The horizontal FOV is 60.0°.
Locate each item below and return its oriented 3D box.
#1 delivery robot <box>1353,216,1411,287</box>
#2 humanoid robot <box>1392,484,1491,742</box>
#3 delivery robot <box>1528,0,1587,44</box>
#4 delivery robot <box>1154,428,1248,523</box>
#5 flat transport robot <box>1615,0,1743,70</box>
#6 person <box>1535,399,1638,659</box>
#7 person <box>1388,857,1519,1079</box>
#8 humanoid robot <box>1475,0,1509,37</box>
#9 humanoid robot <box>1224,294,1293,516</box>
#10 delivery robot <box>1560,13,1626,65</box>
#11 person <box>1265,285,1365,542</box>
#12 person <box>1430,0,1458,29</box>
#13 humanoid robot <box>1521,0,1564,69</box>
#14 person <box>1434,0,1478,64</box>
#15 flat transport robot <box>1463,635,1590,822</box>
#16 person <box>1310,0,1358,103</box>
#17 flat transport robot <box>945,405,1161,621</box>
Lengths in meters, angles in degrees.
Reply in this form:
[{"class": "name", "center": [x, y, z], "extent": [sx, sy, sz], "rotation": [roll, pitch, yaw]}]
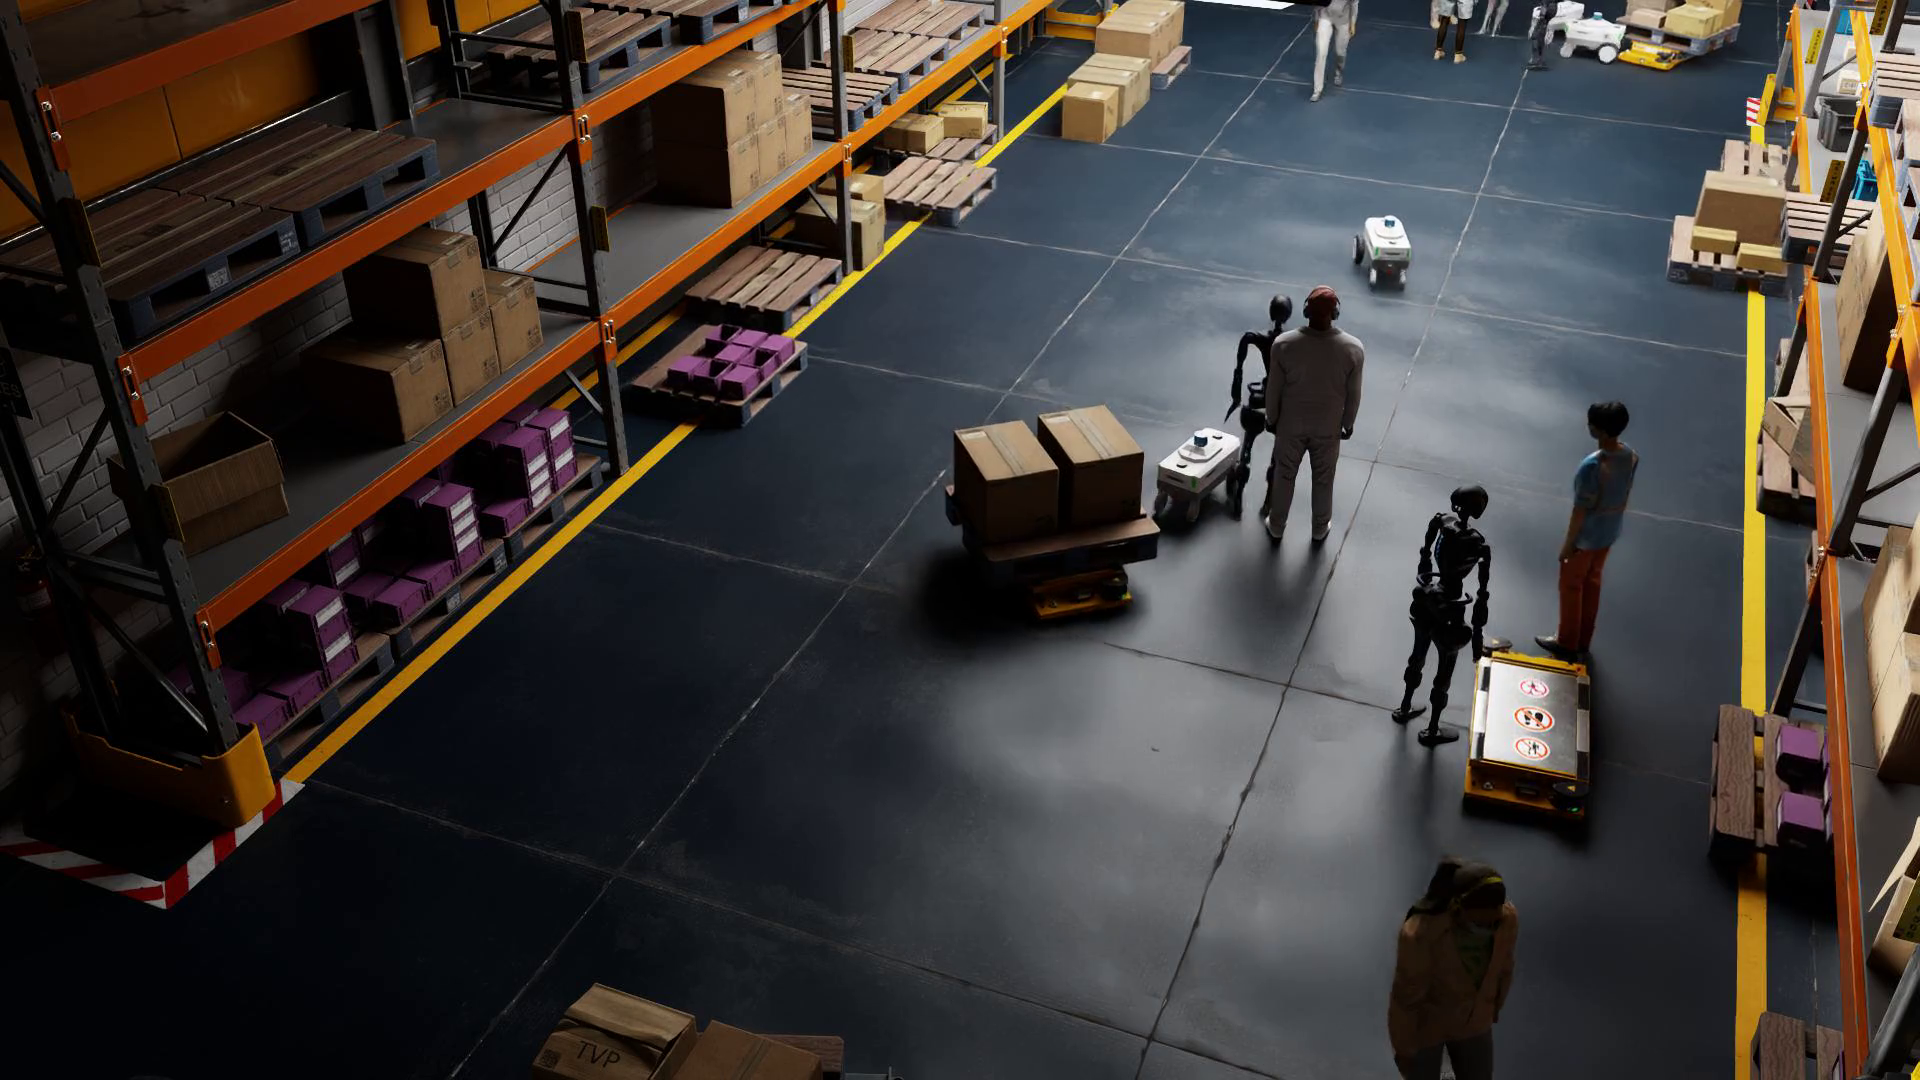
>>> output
[{"class": "delivery robot", "center": [3.987, -2.739, 15.573], "extent": [0.499, 0.600, 0.802], "rotation": [2, 33, 3]}, {"class": "humanoid robot", "center": [2.817, 0.400, 9.662], "extent": [0.315, 1.657, 0.599], "rotation": [-13, 35, -20]}, {"class": "delivery robot", "center": [7.920, -6.916, 22.024], "extent": [0.773, 0.586, 0.499], "rotation": [-20, 38, -28]}, {"class": "delivery robot", "center": [1.745, -0.520, 12.128], "extent": [0.499, 0.589, 0.785], "rotation": [22, 39, 30]}, {"class": "flat transport robot", "center": [9.144, -6.348, 21.416], "extent": [1.431, 0.231, 0.659], "rotation": [-27, 41, -35]}, {"class": "person", "center": [3.913, -0.064, 10.333], "extent": [0.545, 1.747, 0.359], "rotation": [-20, 38, -28]}, {"class": "person", "center": [2.052, 2.023, 6.998], "extent": [0.587, 1.855, 0.425], "rotation": [-8, 34, -11]}, {"class": "humanoid robot", "center": [7.089, -7.493, 21.877], "extent": [0.675, 1.840, 0.538], "rotation": [-22, 39, -30]}, {"class": "humanoid robot", "center": [2.176, -0.941, 11.752], "extent": [0.601, 1.630, 0.397], "rotation": [5, 33, 8]}, {"class": "delivery robot", "center": [8.136, -6.422, 21.285], "extent": [0.808, 0.614, 0.499], "rotation": [16, 36, 23]}, {"class": "person", "center": [2.400, -0.848, 11.402], "extent": [0.638, 1.903, 0.413], "rotation": [5, 33, 8]}, {"class": "person", "center": [6.500, -7.681, 22.120], "extent": [0.582, 1.732, 0.404], "rotation": [-12, 35, -18]}, {"class": "humanoid robot", "center": [7.290, -6.711, 20.671], "extent": [0.406, 1.649, 0.589], "rotation": [10, 34, 15]}, {"class": "person", "center": [6.277, -6.862, 20.899], "extent": [0.533, 1.692, 0.320], "rotation": [22, 39, 30]}, {"class": "flat transport robot", "center": [3.385, 1.095, 9.897], "extent": [0.659, 0.231, 1.431], "rotation": [10, 34, 15]}, {"class": "person", "center": [4.459, -6.218, 19.743], "extent": [0.534, 1.865, 0.848], "rotation": [10, 34, 15]}, {"class": "flat transport robot", "center": [0.615, 0.053, 11.509], "extent": [0.659, 0.231, 1.431], "rotation": [-10, 34, -15]}]
